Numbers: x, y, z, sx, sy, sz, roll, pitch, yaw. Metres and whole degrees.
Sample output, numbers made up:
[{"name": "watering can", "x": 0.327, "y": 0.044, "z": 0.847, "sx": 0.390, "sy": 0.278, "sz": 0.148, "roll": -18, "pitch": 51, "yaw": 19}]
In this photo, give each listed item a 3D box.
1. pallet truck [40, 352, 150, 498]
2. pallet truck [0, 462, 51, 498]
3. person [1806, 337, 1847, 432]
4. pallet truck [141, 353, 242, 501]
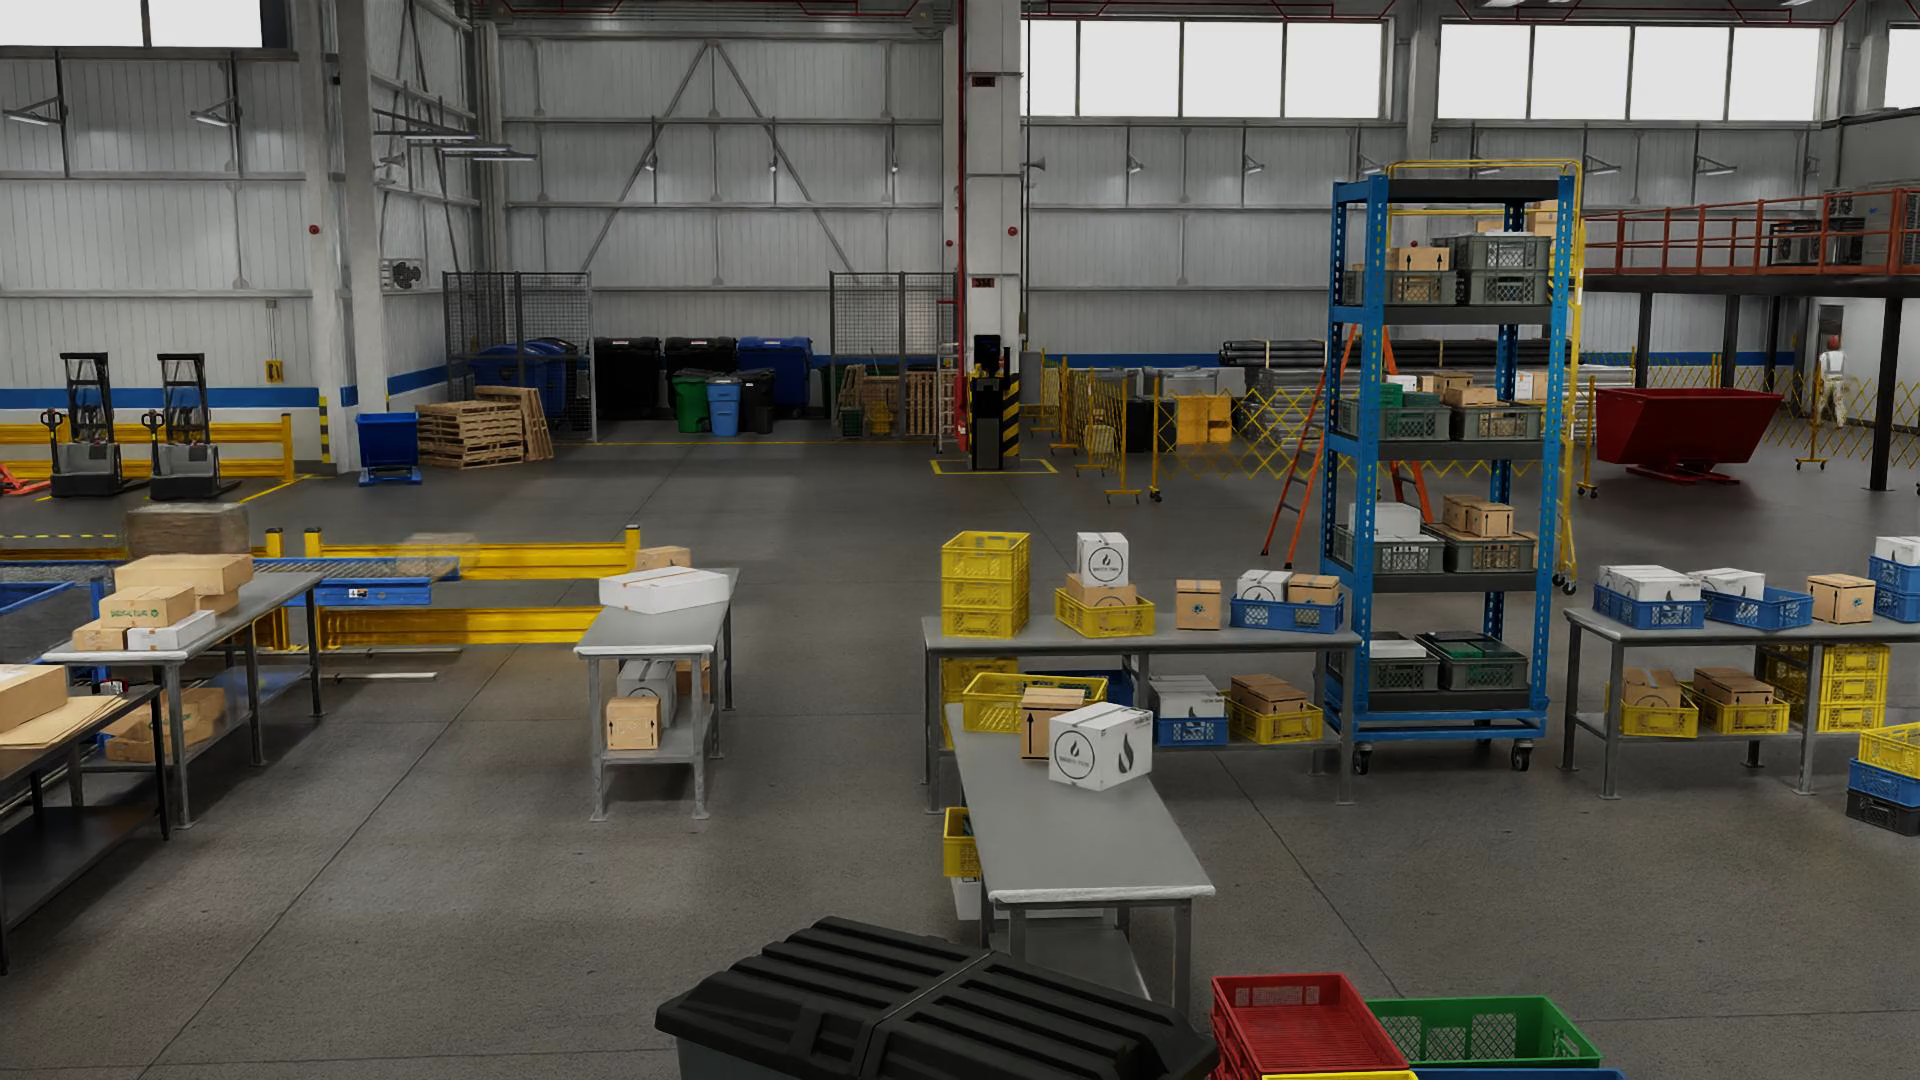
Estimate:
[{"name": "pallet truck", "x": -11.907, "y": -1.642, "z": 23.165, "sx": 0.823, "sy": 1.965, "sz": 1.885, "roll": 0, "pitch": 9, "yaw": 0}, {"name": "pallet truck", "x": -13.193, "y": -1.293, "z": 23.148, "sx": 0.653, "sy": 1.274, "sz": 1.630, "roll": -1, "pitch": 9, "yaw": -4}, {"name": "person", "x": 17.007, "y": -3.042, "z": 32.484, "sx": 0.607, "sy": 1.826, "sz": 1.015, "roll": -1, "pitch": 9, "yaw": -4}, {"name": "pallet truck", "x": -10.520, "y": -1.604, "z": 22.925, "sx": 0.823, "sy": 1.965, "sz": 1.885, "roll": -1, "pitch": 9, "yaw": -6}]
